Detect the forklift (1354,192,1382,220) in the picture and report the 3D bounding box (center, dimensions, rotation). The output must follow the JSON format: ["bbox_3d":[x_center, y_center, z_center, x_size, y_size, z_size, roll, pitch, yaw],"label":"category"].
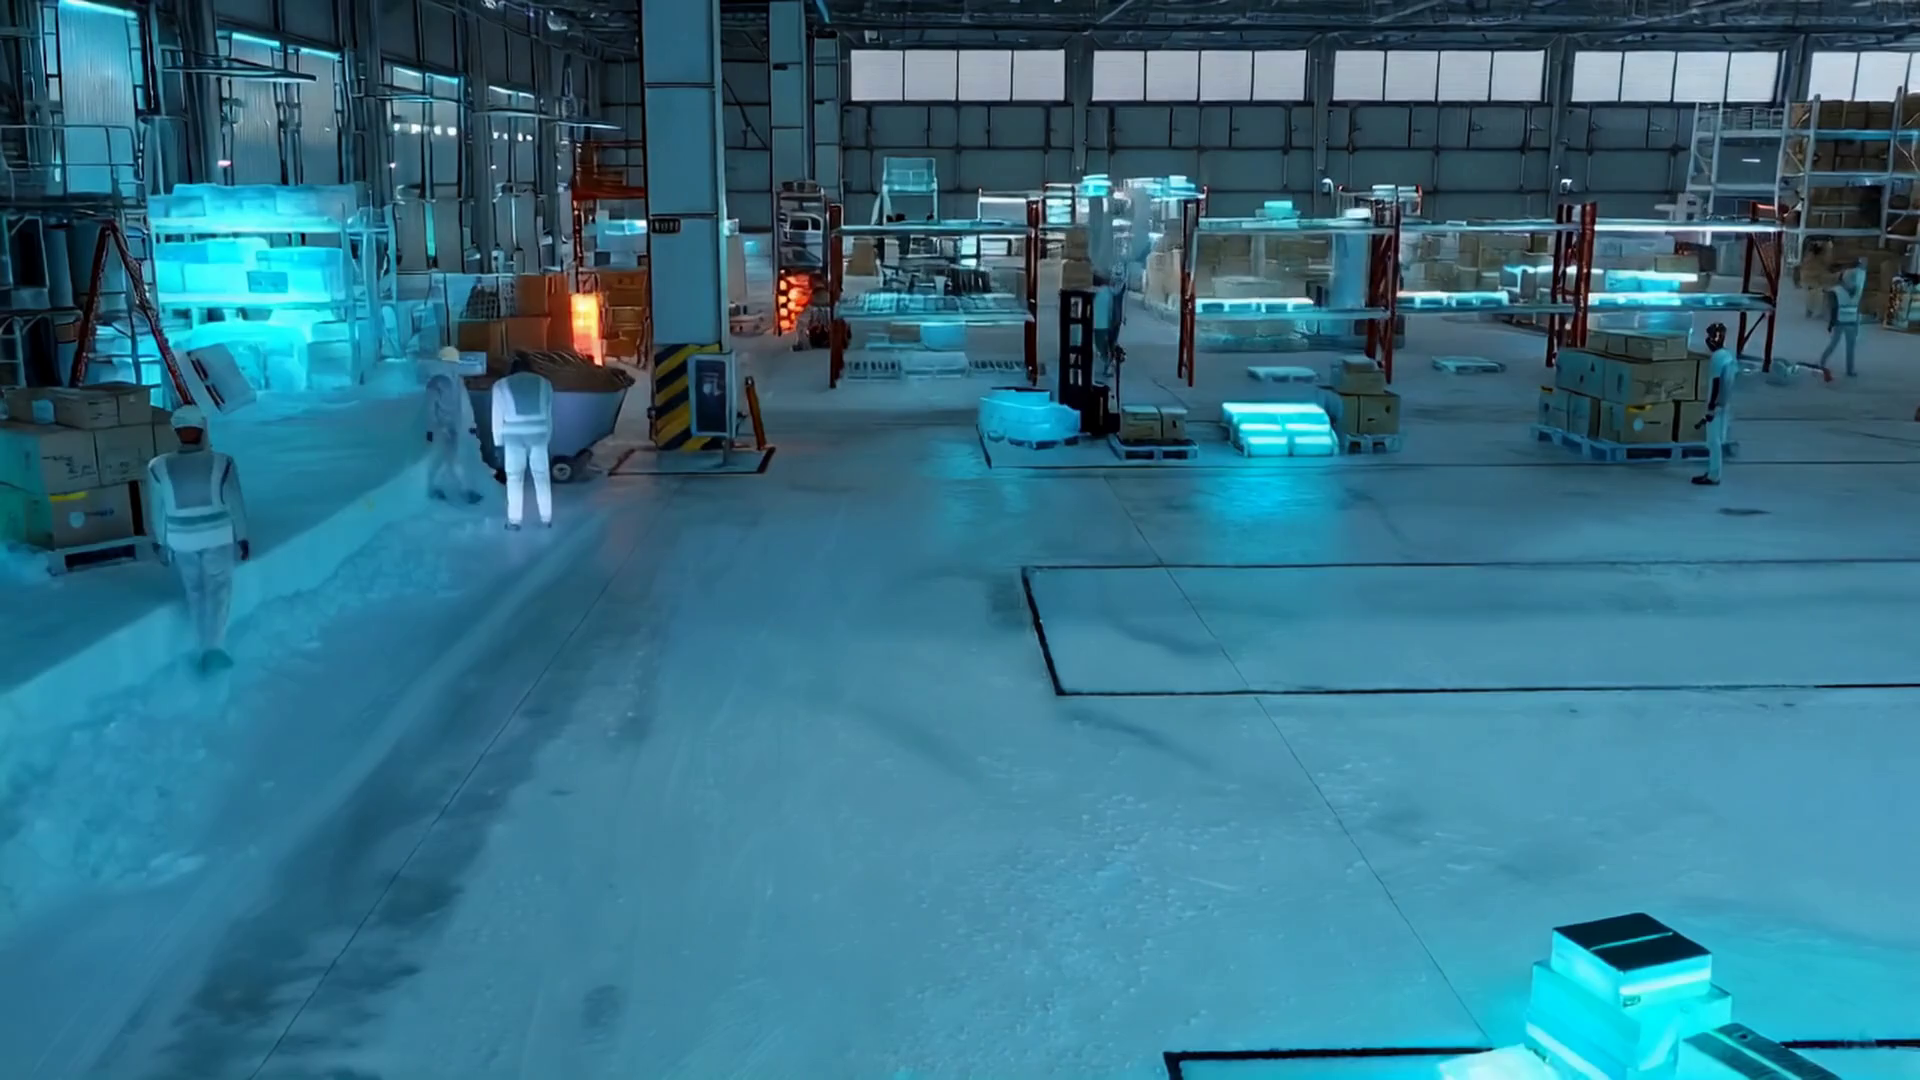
[{"bbox_3d":[14.678,-11.153,60.076,1.129,2.768,1.873,0,12,-2],"label":"forklift"}]

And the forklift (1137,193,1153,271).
[{"bbox_3d":[6.283,-10.460,56.949,1.873,2.768,1.129,0,12,-2],"label":"forklift"}]

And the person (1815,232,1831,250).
[{"bbox_3d":[27.886,-9.124,53.773,0.374,1.629,0.522,-11,17,-41],"label":"person"}]

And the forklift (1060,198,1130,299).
[{"bbox_3d":[3.798,-8.210,46.791,1.873,2.768,1.129,0,12,-2],"label":"forklift"}]

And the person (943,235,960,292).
[{"bbox_3d":[-0.276,-8.098,48.506,0.545,1.918,0.639,6,14,25],"label":"person"}]

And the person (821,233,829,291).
[{"bbox_3d":[-3.536,-7.247,44.584,0.358,1.940,0.545,-7,14,-27],"label":"person"}]

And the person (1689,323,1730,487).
[{"bbox_3d":[8.592,-1.536,18.992,0.328,1.861,0.503,6,14,23],"label":"person"}]

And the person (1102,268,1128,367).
[{"bbox_3d":[2.841,-4.068,30.505,0.537,1.814,0.700,-3,13,-14],"label":"person"}]

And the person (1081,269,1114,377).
[{"bbox_3d":[2.404,-3.763,28.962,0.598,1.902,0.732,-4,13,-17],"label":"person"}]

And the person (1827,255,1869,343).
[{"bbox_3d":[18.766,-5.093,35.105,0.536,1.843,0.652,-6,14,-25],"label":"person"}]

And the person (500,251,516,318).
[{"bbox_3d":[-11.114,-6.257,40.819,0.313,1.634,0.515,-9,16,-36],"label":"person"}]

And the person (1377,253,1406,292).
[{"bbox_3d":[9.159,-5.189,35.438,0.636,1.886,1.055,3,13,12],"label":"person"}]

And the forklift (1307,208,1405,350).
[{"bbox_3d":[7.984,-5.283,33.575,1.873,2.768,1.129,0,12,-2],"label":"forklift"}]

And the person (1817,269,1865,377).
[{"bbox_3d":[15.597,-3.853,29.401,0.601,1.892,0.876,-1,13,-5],"label":"person"}]

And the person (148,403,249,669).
[{"bbox_3d":[-5.427,-0.008,11.910,0.621,1.941,0.508,-4,13,-15],"label":"person"}]

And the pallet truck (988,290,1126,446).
[{"bbox_3d":[1.257,-2.299,22.111,1.885,1.965,0.823,-9,15,-35],"label":"pallet truck"}]

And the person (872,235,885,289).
[{"bbox_3d":[-2.503,-8.680,51.208,0.354,1.879,0.585,-5,14,-23],"label":"person"}]

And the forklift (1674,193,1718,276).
[{"bbox_3d":[24.940,-10.475,57.018,1.129,2.768,1.873,-6,14,-26],"label":"forklift"}]

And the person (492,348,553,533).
[{"bbox_3d":[-4.360,-0.990,16.603,0.620,1.837,0.430,-8,15,-32],"label":"person"}]

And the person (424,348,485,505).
[{"bbox_3d":[-5.473,-1.228,17.955,0.915,1.684,0.502,7,14,29],"label":"person"}]

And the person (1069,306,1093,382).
[{"bbox_3d":[1.753,-2.542,23.973,0.318,1.663,0.636,12,17,42],"label":"person"}]
